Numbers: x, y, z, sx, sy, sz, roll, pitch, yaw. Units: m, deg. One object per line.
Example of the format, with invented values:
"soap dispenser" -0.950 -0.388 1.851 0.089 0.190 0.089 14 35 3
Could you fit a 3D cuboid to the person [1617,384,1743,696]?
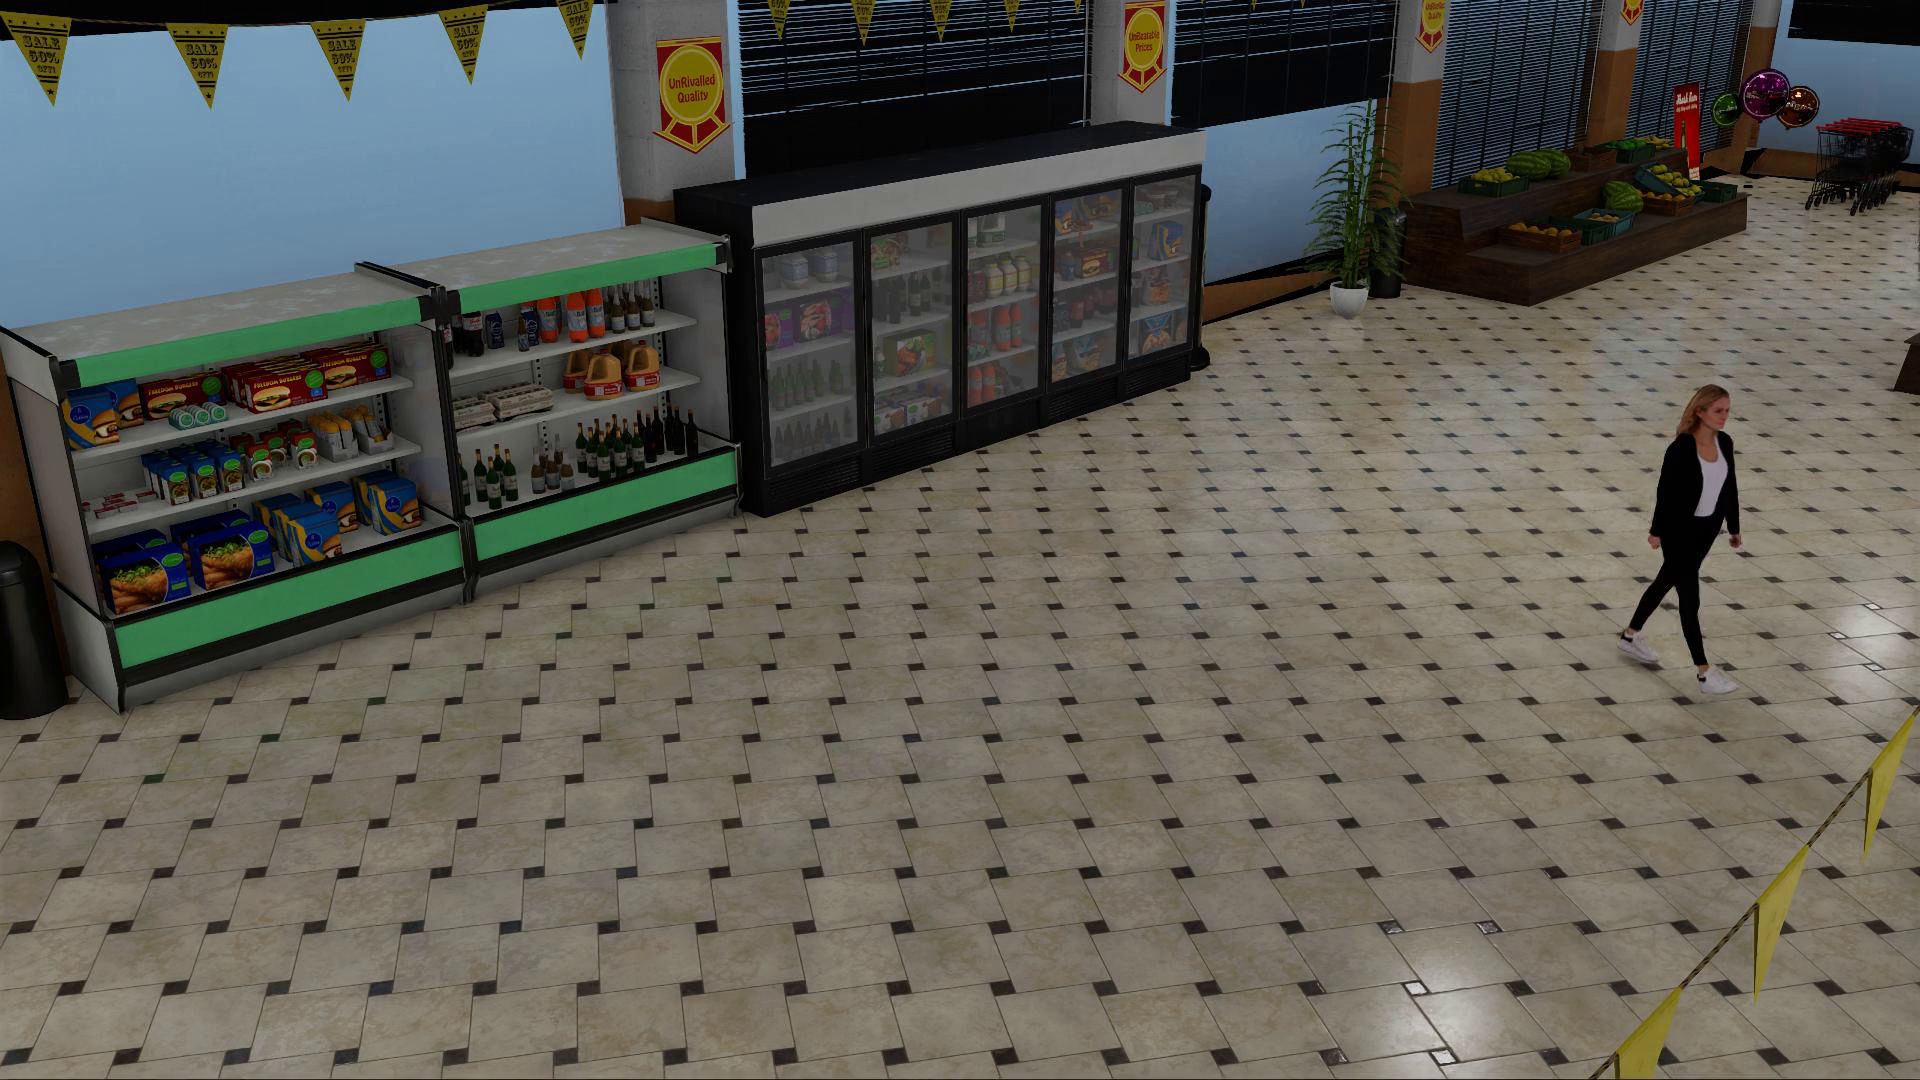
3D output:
"person" 4.122 -0.041 9.622 1.142 1.754 0.937 -11 24 -25
